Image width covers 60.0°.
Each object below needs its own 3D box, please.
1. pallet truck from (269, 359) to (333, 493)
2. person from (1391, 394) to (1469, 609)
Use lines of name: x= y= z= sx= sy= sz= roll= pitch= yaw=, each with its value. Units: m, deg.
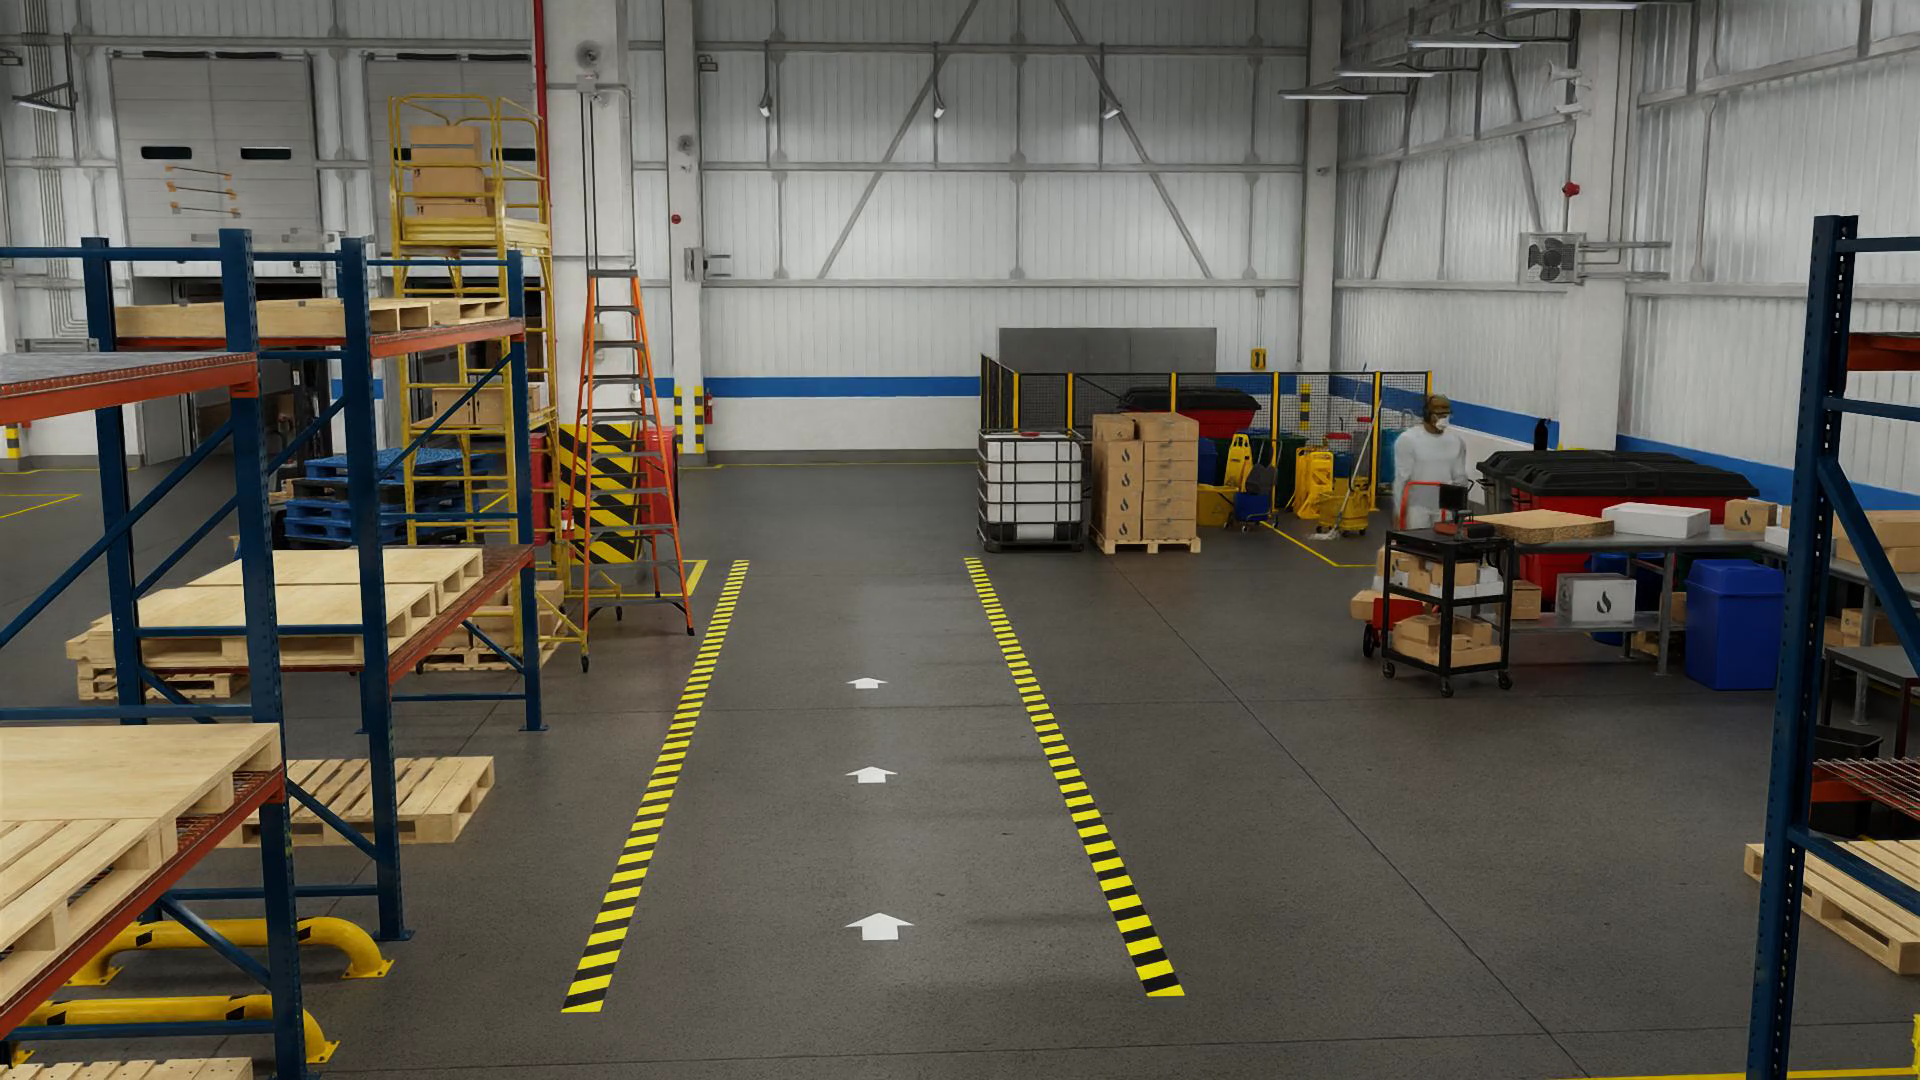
pallet truck: x=-7.062 y=-1.131 z=18.996 sx=1.885 sy=1.965 sz=0.823 roll=2 pitch=9 yaw=13
person: x=3.841 y=-0.231 z=13.557 sx=0.668 sy=1.927 sz=0.435 roll=-3 pitch=9 yaw=-17
